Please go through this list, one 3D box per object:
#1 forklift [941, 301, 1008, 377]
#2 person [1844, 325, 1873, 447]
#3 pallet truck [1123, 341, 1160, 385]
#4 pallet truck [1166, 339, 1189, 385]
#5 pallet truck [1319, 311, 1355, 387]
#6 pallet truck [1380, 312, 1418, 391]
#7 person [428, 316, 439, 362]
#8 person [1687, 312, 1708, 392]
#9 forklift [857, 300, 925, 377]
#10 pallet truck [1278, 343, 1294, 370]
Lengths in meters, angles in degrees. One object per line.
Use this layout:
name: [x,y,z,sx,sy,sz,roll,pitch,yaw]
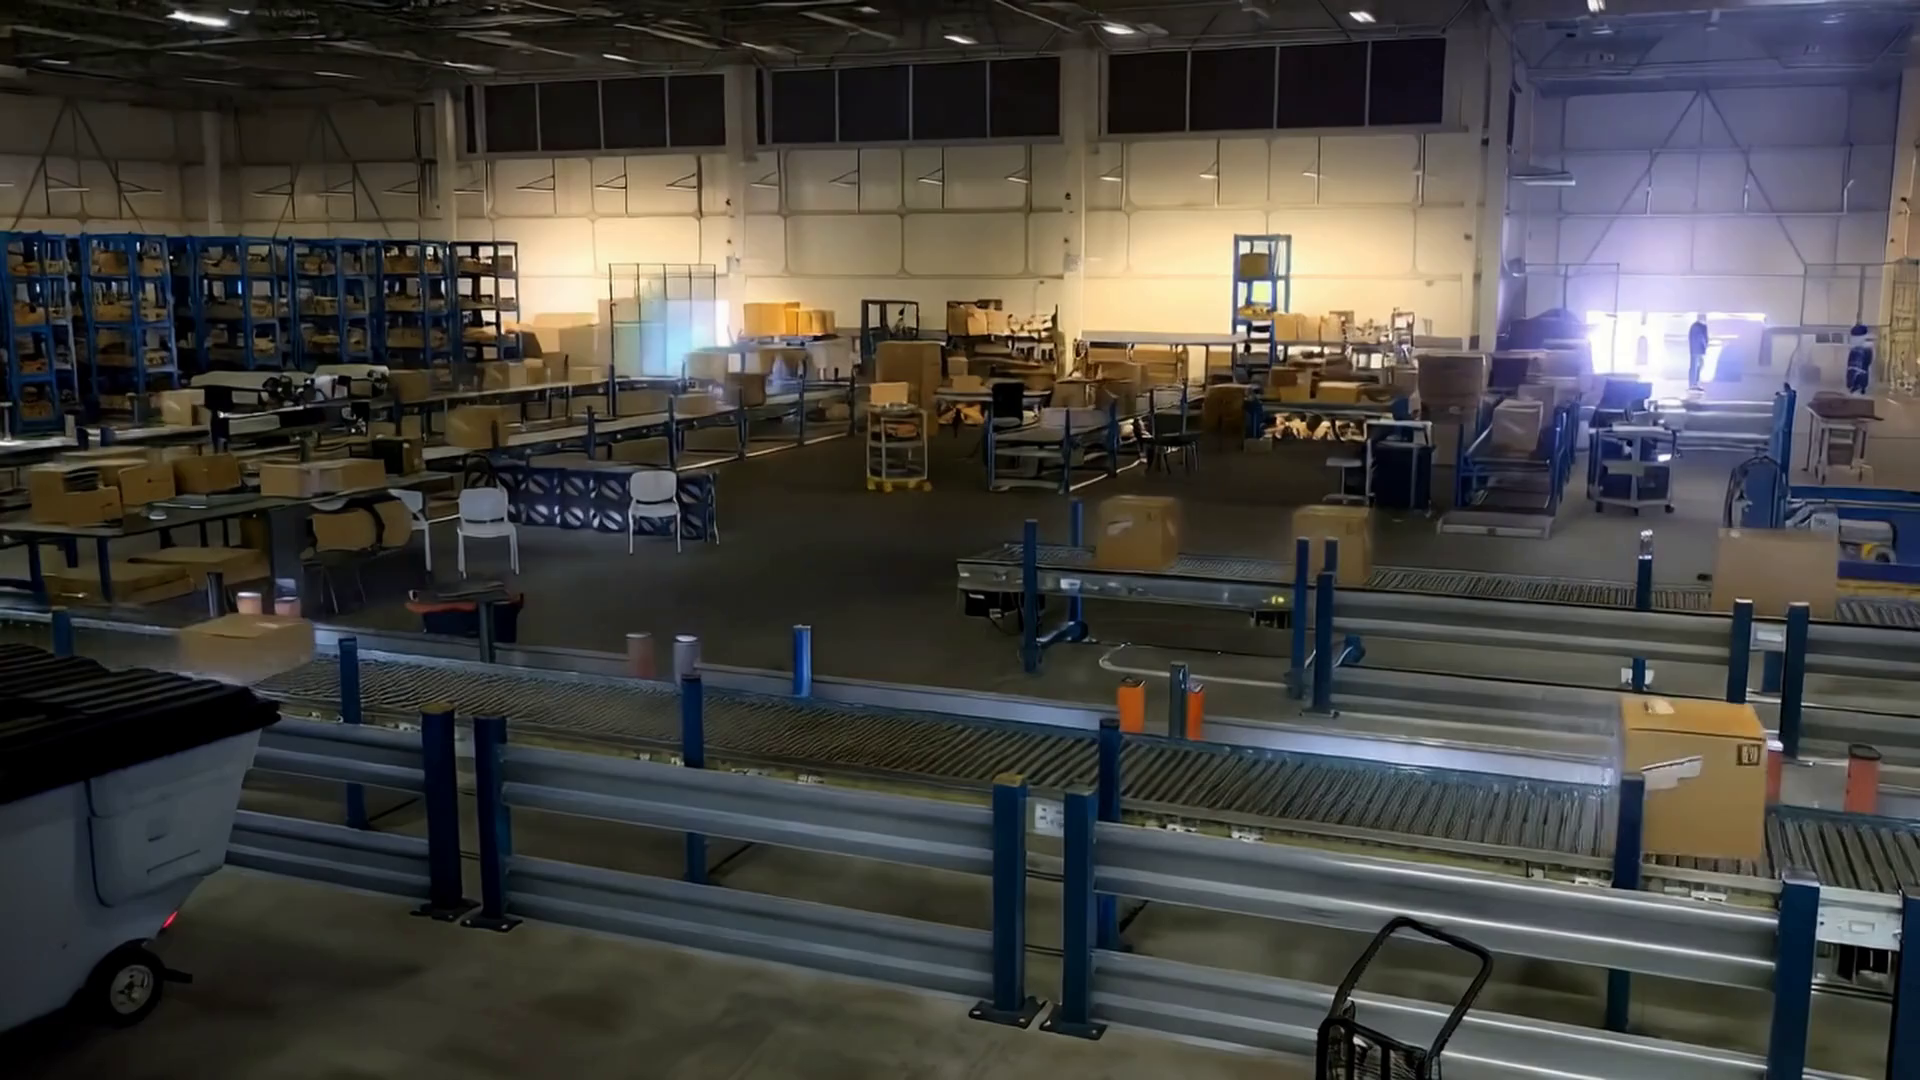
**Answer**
forklift: [0.365,-4.966,41.571,1.157,1.987,2.680,3,10,20]
person: [15.041,-2.590,27.970,0.615,2.041,0.392,-7,12,-38]
pallet truck: [4.445,-4.380,41.279,0.680,1.201,1.601,4,10,22]
pallet truck: [5.418,-4.269,40.420,0.704,1.261,1.522,3,10,20]
pallet truck: [9.071,-4.419,39.190,0.823,1.965,1.885,5,10,26]
pallet truck: [10.207,-4.283,38.369,0.823,1.965,1.885,3,10,20]
person: [-15.211,-5.805,48.092,0.383,1.836,0.561,2,9,9]
person: [17.872,-4.544,40.223,0.401,1.910,0.642,0,9,1]
forklift: [-1.732,-5.109,42.468,1.157,1.987,2.680,4,10,22]
pallet truck: [7.886,-4.163,39.743,0.653,1.274,1.630,4,10,22]
